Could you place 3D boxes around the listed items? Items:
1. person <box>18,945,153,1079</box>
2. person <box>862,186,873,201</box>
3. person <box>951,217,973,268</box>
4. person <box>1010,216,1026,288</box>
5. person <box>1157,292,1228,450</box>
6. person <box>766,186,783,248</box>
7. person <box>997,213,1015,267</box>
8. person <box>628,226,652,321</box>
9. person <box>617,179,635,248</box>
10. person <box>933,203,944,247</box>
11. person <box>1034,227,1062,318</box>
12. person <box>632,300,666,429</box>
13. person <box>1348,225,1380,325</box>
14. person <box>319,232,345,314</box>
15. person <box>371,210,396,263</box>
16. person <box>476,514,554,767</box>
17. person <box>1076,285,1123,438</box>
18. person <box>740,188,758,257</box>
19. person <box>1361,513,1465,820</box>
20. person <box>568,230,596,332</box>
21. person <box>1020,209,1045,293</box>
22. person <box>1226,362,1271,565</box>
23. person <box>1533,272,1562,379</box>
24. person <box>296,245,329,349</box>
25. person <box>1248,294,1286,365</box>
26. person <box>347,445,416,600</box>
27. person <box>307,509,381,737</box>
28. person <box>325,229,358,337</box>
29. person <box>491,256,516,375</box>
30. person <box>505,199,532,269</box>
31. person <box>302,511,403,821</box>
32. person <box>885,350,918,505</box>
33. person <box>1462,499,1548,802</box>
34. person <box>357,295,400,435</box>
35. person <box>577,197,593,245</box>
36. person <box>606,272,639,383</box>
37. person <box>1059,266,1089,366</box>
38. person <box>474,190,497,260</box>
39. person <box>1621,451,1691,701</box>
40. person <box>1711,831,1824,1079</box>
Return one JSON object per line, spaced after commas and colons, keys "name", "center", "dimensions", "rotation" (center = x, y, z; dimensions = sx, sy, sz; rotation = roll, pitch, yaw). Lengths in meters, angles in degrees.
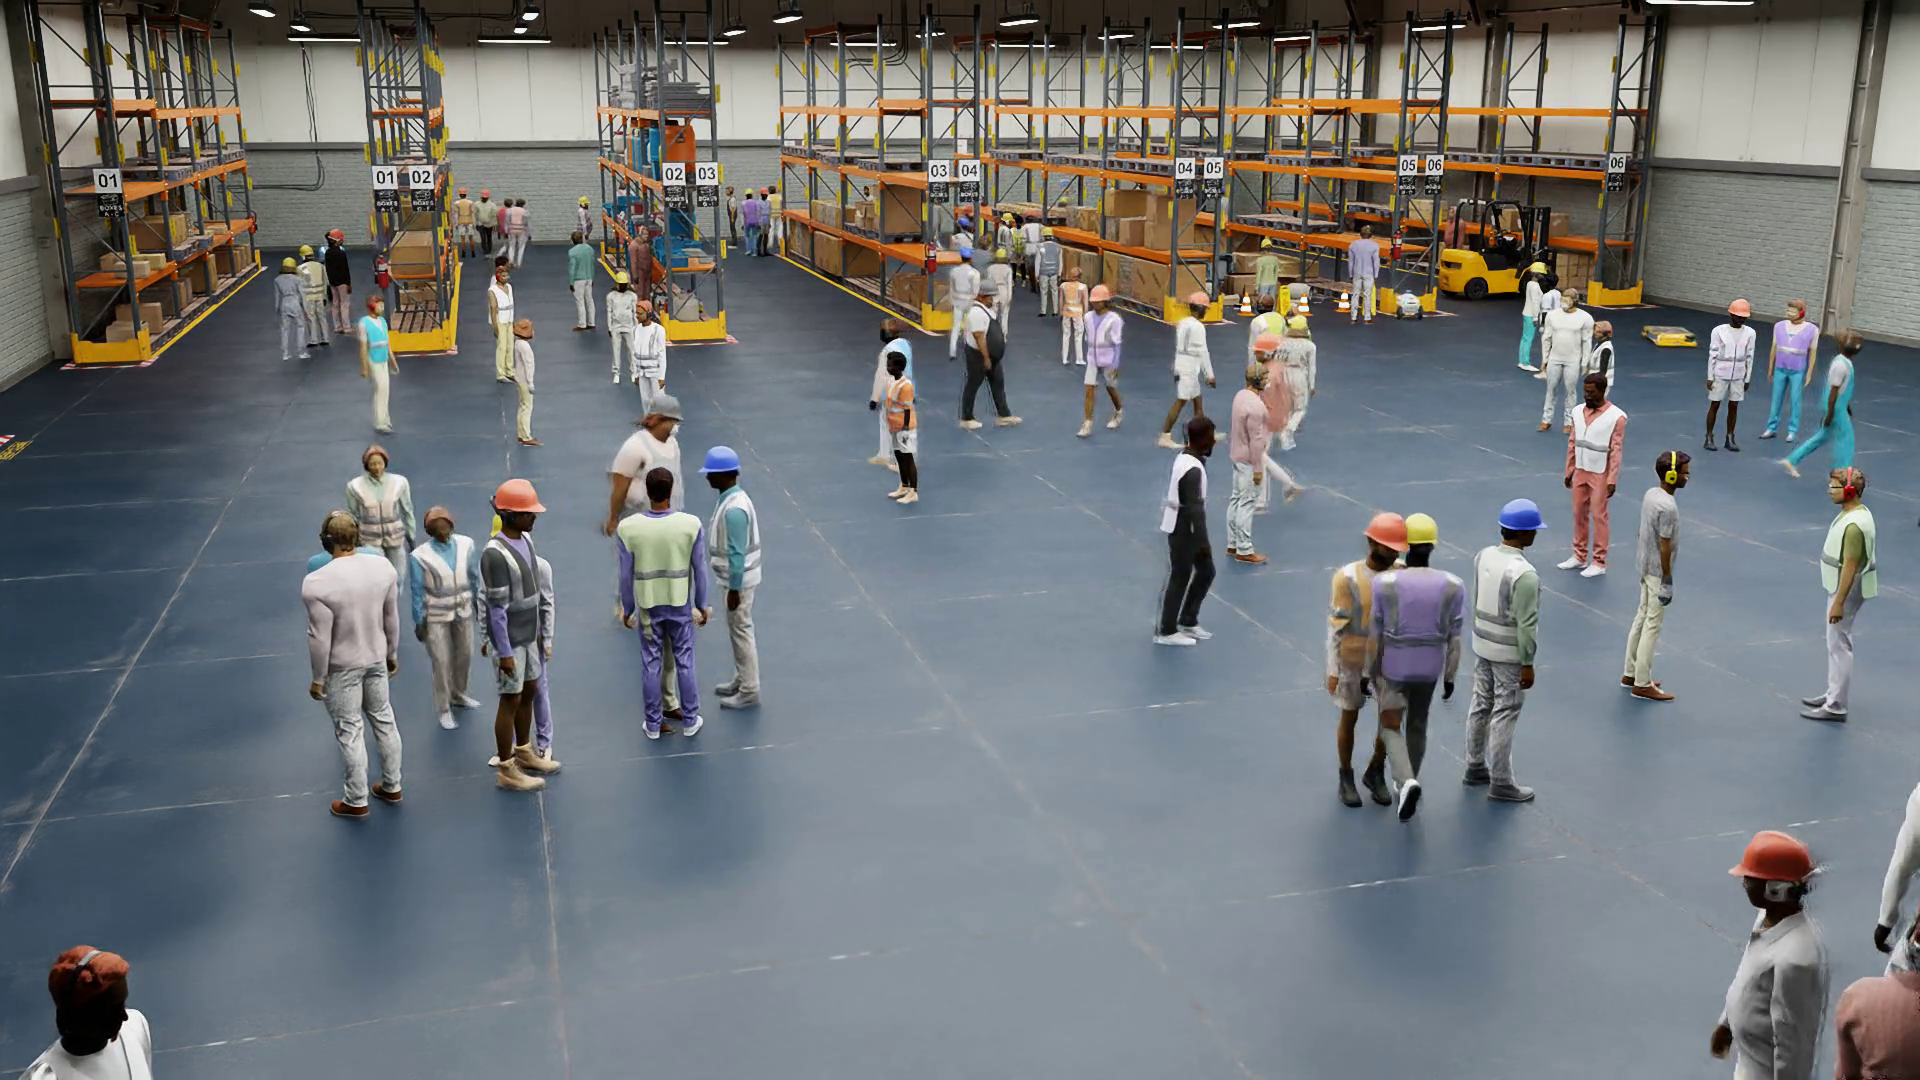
{"name": "person", "center": [-2.641, 2.136, 5.194], "dimensions": [0.356, 1.887, 0.573], "rotation": [1, 15, 6]}
{"name": "person", "center": [-2.705, -9.537, 49.186], "dimensions": [0.501, 1.859, 0.339], "rotation": [12, 19, 38]}
{"name": "person", "center": [0.097, -5.893, 35.375], "dimensions": [0.613, 1.913, 0.933], "rotation": [-5, 16, -18]}
{"name": "person", "center": [1.380, -6.757, 39.029], "dimensions": [0.532, 1.694, 0.319], "rotation": [4, 15, 14]}
{"name": "person", "center": [2.970, -2.126, 21.074], "dimensions": [0.985, 1.973, 0.746], "rotation": [-2, 15, -9]}
{"name": "person", "center": [-5.556, -9.641, 49.619], "dimensions": [0.637, 1.836, 0.429], "rotation": [-7, 16, -25]}
{"name": "person", "center": [1.056, -6.546, 37.997], "dimensions": [0.404, 1.824, 0.586], "rotation": [-4, 15, -13]}
{"name": "person", "center": [-6.321, -5.285, 33.115], "dimensions": [0.400, 1.892, 0.659], "rotation": [5, 16, 18]}
{"name": "person", "center": [-9.988, -9.733, 49.563], "dimensions": [0.683, 2.000, 0.537], "rotation": [-3, 15, -13]}
{"name": "person", "center": [-0.657, -8.788, 46.825], "dimensions": [0.508, 1.619, 0.329], "rotation": [13, 20, 41]}
{"name": "person", "center": [1.781, -5.416, 33.721], "dimensions": [0.600, 1.827, 0.403], "rotation": [-5, 16, -18]}
{"name": "person", "center": [-3.956, -2.113, 21.211], "dimensions": [0.576, 1.879, 0.356], "rotation": [11, 18, 35]}
{"name": "person", "center": [7.949, -5.215, 32.759], "dimensions": [0.629, 1.940, 0.372], "rotation": [9, 17, 31]}
{"name": "person", "center": [-12.935, -5.511, 34.349], "dimensions": [0.541, 1.683, 0.395], "rotation": [-4, 15, -15]}
{"name": "person", "center": [-14.595, -7.753, 42.327], "dimensions": [0.872, 1.931, 0.668], "rotation": [11, 18, 36]}
{"name": "person", "center": [-2.936, 0.651, 11.015], "dimensions": [0.525, 1.769, 0.309], "rotation": [2, 15, 7]}
{"name": "person", "center": [1.908, -2.394, 22.061], "dimensions": [0.618, 1.996, 1.050], "rotation": [10, 18, 34]}
{"name": "person", "center": [-5.910, -8.952, 46.902], "dimensions": [0.595, 1.899, 0.689], "rotation": [-5, 16, -17]}
{"name": "person", "center": [2.791, 0.788, 10.232], "dimensions": [0.597, 1.904, 0.686], "rotation": [0, 15, -1]}
{"name": "person", "center": [-7.223, -4.943, 31.759], "dimensions": [0.378, 1.930, 0.636], "rotation": [9, 17, 31]}
{"name": "person", "center": [1.673, -6.593, 38.021], "dimensions": [0.630, 1.896, 0.551], "rotation": [-4, 15, -14]}
{"name": "person", "center": [2.766, -0.741, 15.922], "dimensions": [0.362, 1.938, 0.631], "rotation": [-2, 15, -7]}
{"name": "person", "center": [9.360, -3.402, 26.416], "dimensions": [0.321, 1.691, 0.533], "rotation": [12, 19, 38]}
{"name": "person", "center": [-11.537, -4.321, 29.603], "dimensions": [0.403, 1.827, 0.601], "rotation": [8, 17, 29]}
{"name": "person", "center": [4.046, -2.362, 22.205], "dimensions": [0.622, 1.845, 0.430], "rotation": [-13, 19, -39]}
{"name": "person", "center": [-4.801, -0.016, 13.834], "dimensions": [0.512, 1.615, 0.707], "rotation": [-7, 16, -24]}
{"name": "person", "center": [-4.213, 0.588, 11.502], "dimensions": [0.498, 1.634, 0.280], "rotation": [-8, 17, -27]}
{"name": "person", "center": [-11.591, -4.807, 31.115], "dimensions": [0.612, 1.995, 0.382], "rotation": [10, 18, 34]}
{"name": "person", "center": [-7.358, -3.604, 26.754], "dimensions": [0.414, 1.914, 0.606], "rotation": [-6, 16, -21]}
{"name": "person", "center": [-11.558, -8.016, 43.579], "dimensions": [0.665, 1.800, 0.554], "rotation": [0, 15, -2]}
{"name": "person", "center": [-3.727, 0.768, 10.242], "dimensions": [0.358, 1.937, 0.636], "rotation": [10, 18, 33]}
{"name": "person", "center": [-0.650, -1.242, 18.295], "dimensions": [0.324, 1.688, 0.536], "rotation": [-6, 16, -21]}
{"name": "person", "center": [3.451, 0.689, 10.521], "dimensions": [0.388, 1.947, 0.611], "rotation": [-4, 15, -14]}
{"name": "person", "center": [-7.717, -2.323, 22.092], "dimensions": [0.514, 1.823, 0.601], "rotation": [2, 15, 7]}
{"name": "person", "center": [-9.921, -8.159, 44.038], "dimensions": [0.404, 1.832, 0.594], "rotation": [-5, 16, -18]}
{"name": "person", "center": [-5.265, -3.321, 26.027], "dimensions": [0.487, 1.738, 0.320], "rotation": [-3, 15, -12]}
{"name": "person", "center": [1.895, -3.733, 27.754], "dimensions": [0.523, 1.638, 0.310], "rotation": [7, 16, 25]}
{"name": "person", "center": [-13.154, -8.753, 46.126], "dimensions": [0.631, 1.929, 1.065], "rotation": [-4, 15, -14]}
{"name": "person", "center": [5.176, 0.251, 12.320], "dimensions": [0.312, 1.869, 0.537], "rotation": [1, 15, 5]}
{"name": "person", "center": [2.990, 1.934, 6.259], "dimensions": [0.408, 1.727, 0.610], "rotation": [6, 16, 21]}
